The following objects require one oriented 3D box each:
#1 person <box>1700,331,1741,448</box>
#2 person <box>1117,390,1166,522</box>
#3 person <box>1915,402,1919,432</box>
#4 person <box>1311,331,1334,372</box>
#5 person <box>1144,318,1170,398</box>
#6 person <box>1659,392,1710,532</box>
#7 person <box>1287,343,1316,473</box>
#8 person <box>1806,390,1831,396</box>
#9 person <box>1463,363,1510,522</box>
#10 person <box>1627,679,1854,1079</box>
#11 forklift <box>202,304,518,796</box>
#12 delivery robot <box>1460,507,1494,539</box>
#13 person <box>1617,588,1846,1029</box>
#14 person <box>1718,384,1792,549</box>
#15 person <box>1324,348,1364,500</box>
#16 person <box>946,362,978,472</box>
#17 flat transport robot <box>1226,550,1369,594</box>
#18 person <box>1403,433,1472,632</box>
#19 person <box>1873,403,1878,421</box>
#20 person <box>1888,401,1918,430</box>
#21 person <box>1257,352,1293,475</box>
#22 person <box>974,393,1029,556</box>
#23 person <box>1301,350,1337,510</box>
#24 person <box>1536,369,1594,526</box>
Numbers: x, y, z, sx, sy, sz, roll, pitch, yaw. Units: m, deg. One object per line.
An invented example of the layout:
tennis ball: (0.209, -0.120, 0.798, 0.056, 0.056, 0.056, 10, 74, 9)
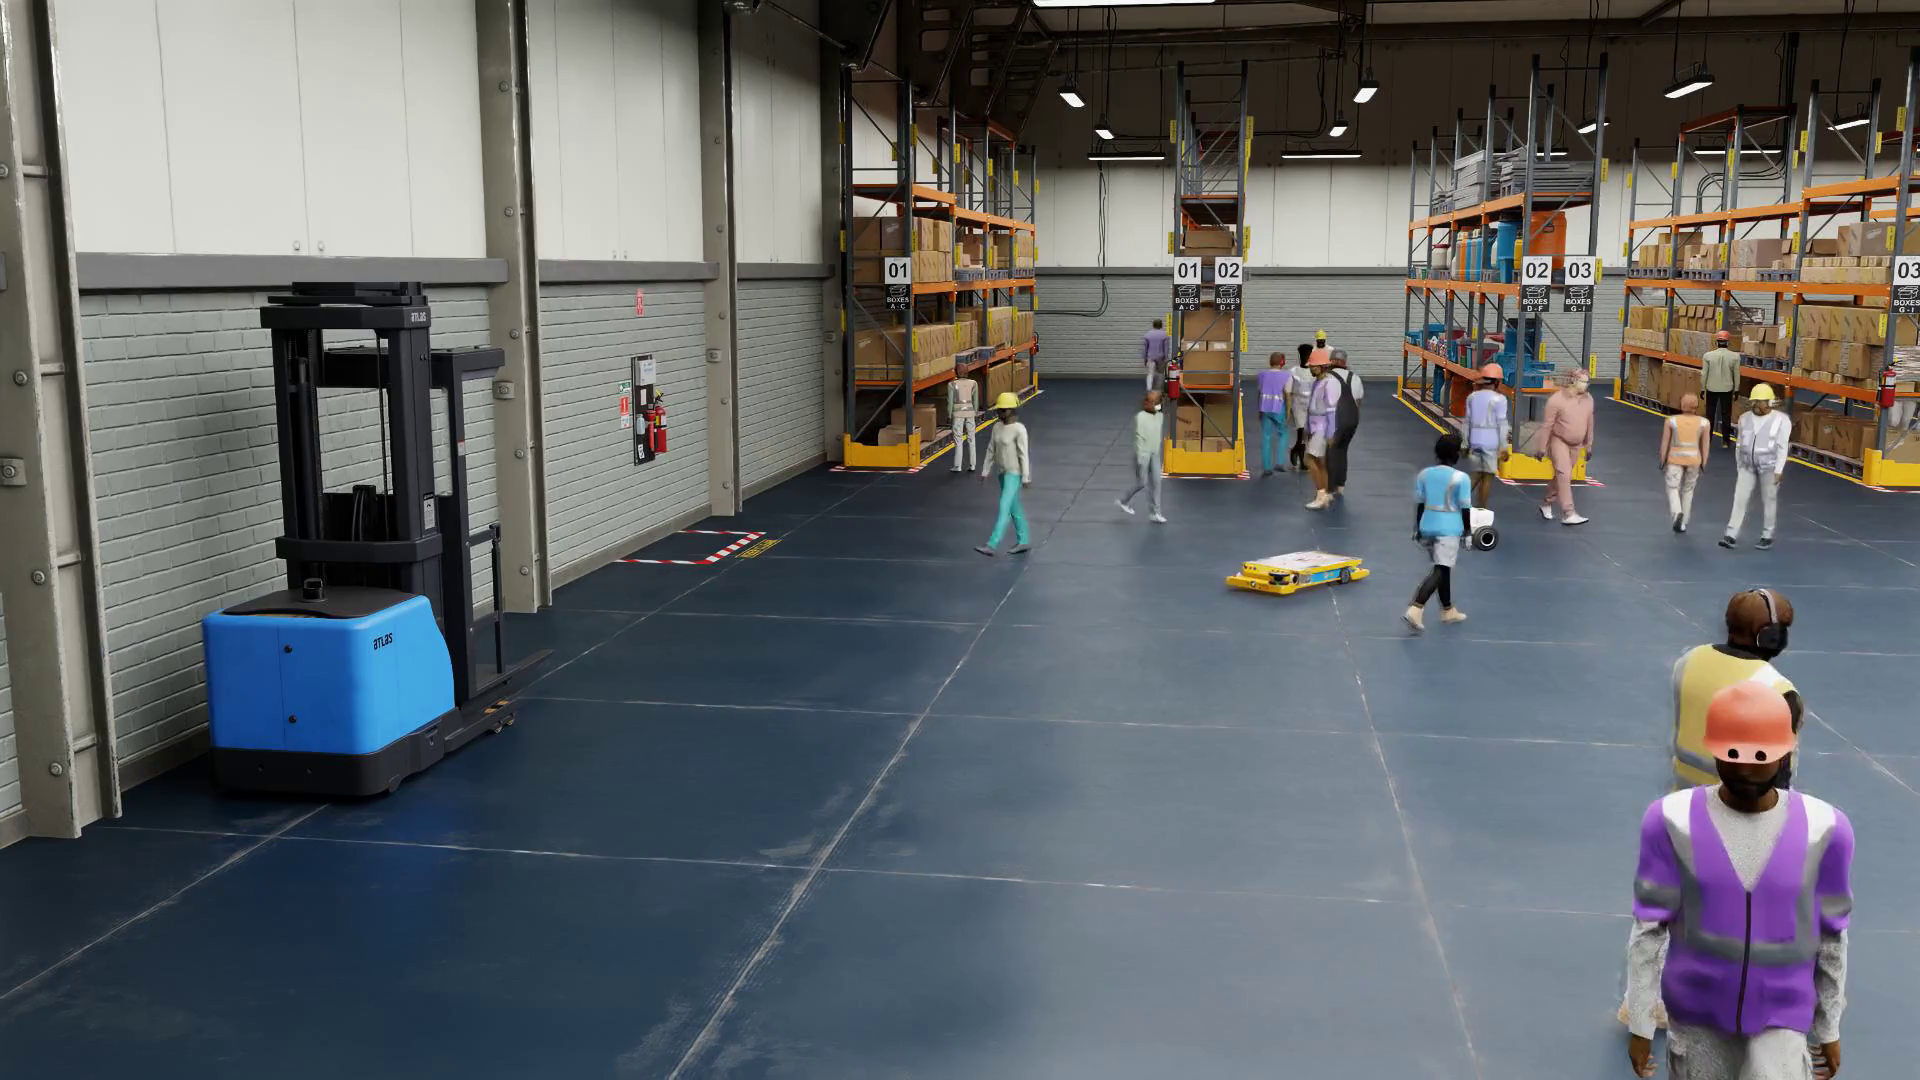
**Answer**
person: (12.955, -2.569, 28.354, 0.619, 1.990, 0.395, 4, 10, 25)
person: (2.209, -1.034, 20.084, 0.509, 1.597, 0.620, -7, 12, -38)
person: (16.293, -2.431, 27.846, 0.576, 1.882, 0.355, 1, 9, 7)
person: (7.379, -3.391, 34.035, 0.583, 1.799, 0.903, 0, 9, -1)
person: (4.604, -4.259, 39.081, 0.637, 1.902, 1.002, 4, 10, 21)
person: (8.306, -0.878, 19.056, 0.524, 1.619, 0.588, 3, 10, 15)
person: (5.175, -2.018, 25.138, 0.612, 1.933, 0.842, -3, 10, -17)
person: (20.731, -4.433, 40.044, 0.684, 1.924, 0.645, 0, 9, -2)
person: (6.268, -1.149, 19.846, 0.483, 1.919, 0.552, -5, 11, -30)
person: (2.127, 1.332, 4.567, 0.564, 1.901, 0.853, 4, 10, 22)
forklift: (-3.673, -0.038, 10.147, 1.129, 2.768, 1.873, 1, 9, 9)
delivery robot: (5.431, -0.221, 18.138, 0.707, 0.478, 0.477, -1, 9, -8)
person: (3.068, 1.068, 6.560, 0.949, 1.795, 0.625, -3, 10, -18)
person: (8.552, -0.771, 17.881, 0.866, 1.796, 0.596, -8, 12, -41)
person: (5.005, -1.576, 22.218, 0.704, 2.000, 0.700, -4, 10, -22)
person: (0.036, -1.832, 24.890, 0.514, 1.642, 0.314, -4, 10, -24)
flat transport robot: (3.282, 0.297, 16.103, 1.431, 0.197, 0.652, -8, 12, -42)
person: (4.015, -0.070, 13.967, 0.836, 1.666, 0.538, -6, 11, -31)
person: (16.614, -2.643, 29.978, 0.505, 1.610, 0.622, 2, 9, 13)
person: (15.296, -2.250, 26.921, 0.637, 1.808, 0.824, 3, 10, 16)
person: (4.671, -1.875, 24.632, 0.567, 1.818, 0.602, 6, 11, 32)
person: (0.425, -0.682, 17.546, 0.868, 1.731, 0.529, -6, 11, -33)
person: (4.476, -1.375, 20.919, 0.525, 2.026, 0.610, -1, 9, -4)
person: (7.233, -1.127, 19.916, 0.691, 1.861, 0.948, -4, 10, -23)
